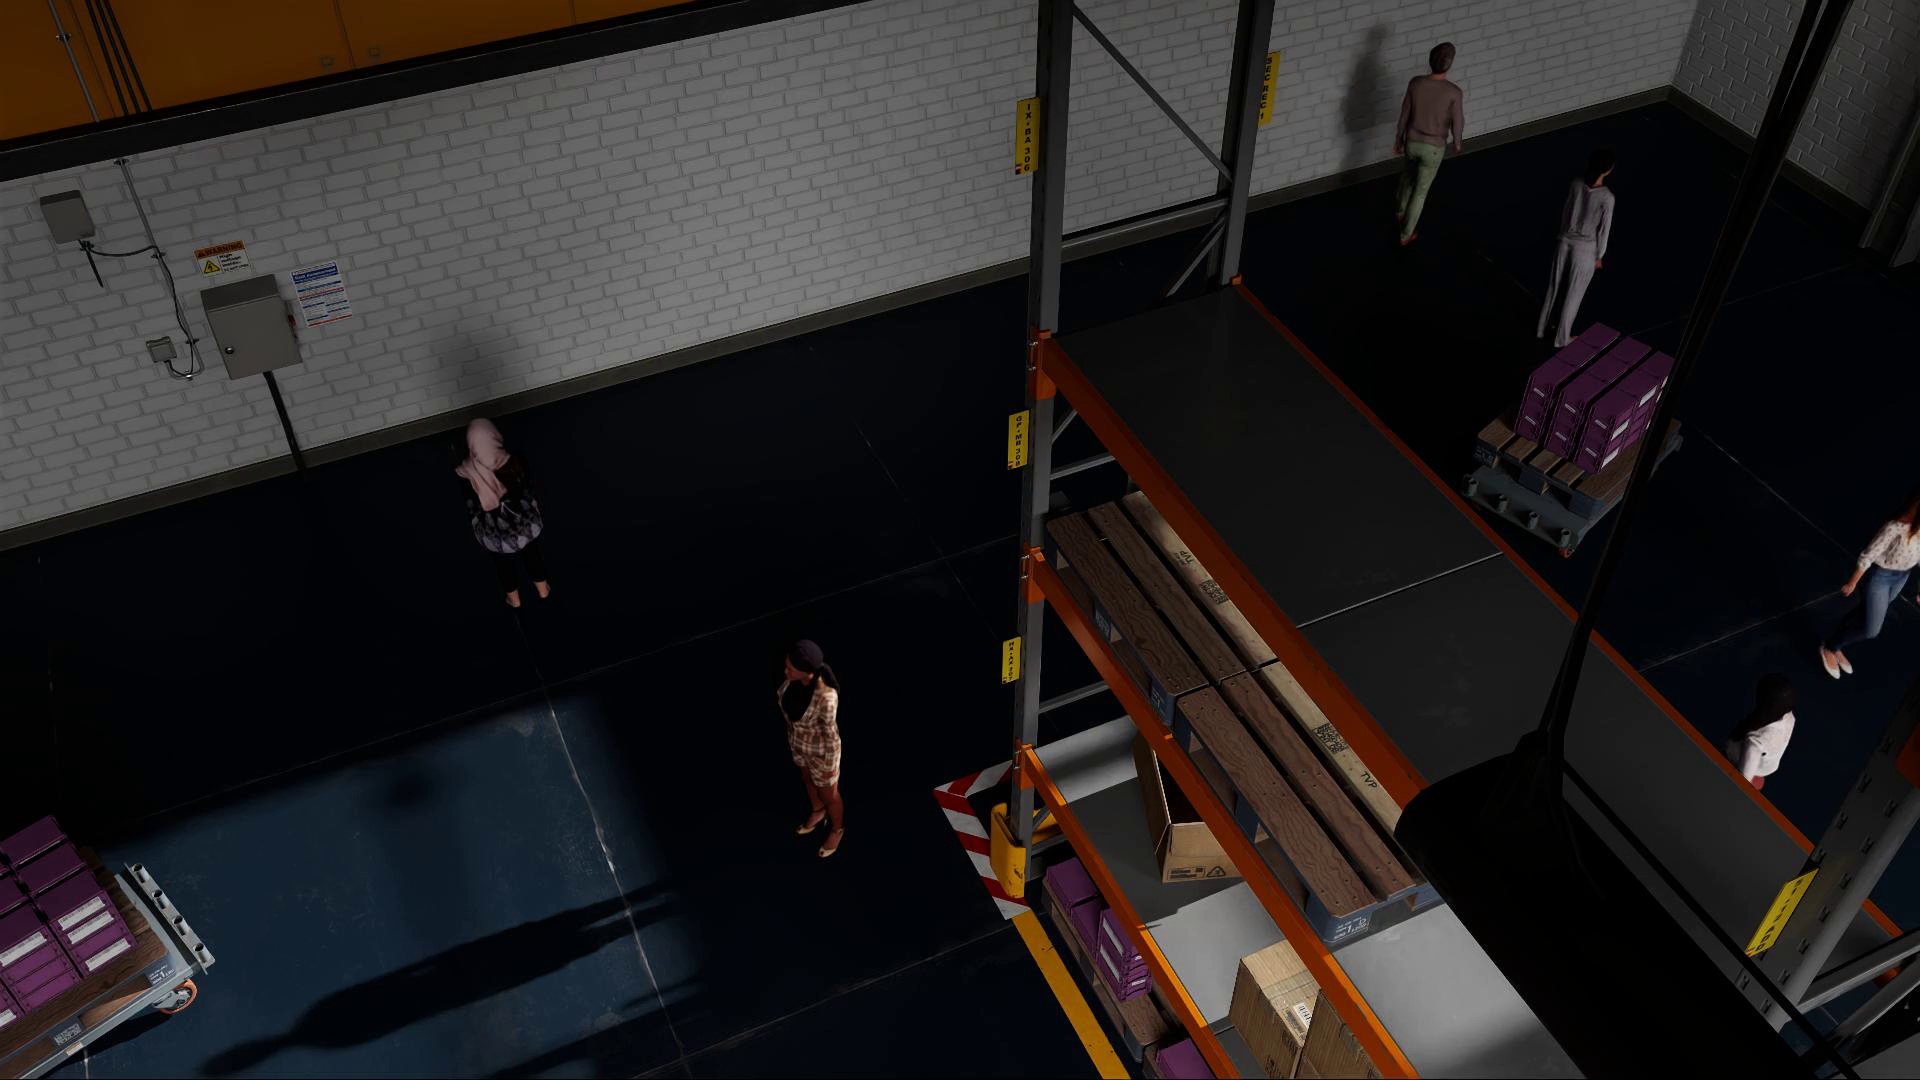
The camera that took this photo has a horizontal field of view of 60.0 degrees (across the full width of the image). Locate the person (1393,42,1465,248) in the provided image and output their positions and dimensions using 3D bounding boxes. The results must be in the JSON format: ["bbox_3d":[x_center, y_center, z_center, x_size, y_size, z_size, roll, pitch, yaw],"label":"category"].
[{"bbox_3d":[3.990,-3.358,14.384,0.931,1.855,0.958,26,50,25],"label":"person"}]

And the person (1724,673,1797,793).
[{"bbox_3d":[4.415,1.395,9.471,0.630,1.751,0.659,34,53,31],"label":"person"}]

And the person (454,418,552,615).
[{"bbox_3d":[-3.063,-0.161,11.188,0.613,1.635,0.593,-18,46,-18],"label":"person"}]

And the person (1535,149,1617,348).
[{"bbox_3d":[4.966,-2.346,13.381,0.675,1.773,0.510,-24,49,-23],"label":"person"}]

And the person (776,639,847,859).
[{"bbox_3d":[-0.838,1.205,9.639,0.687,1.793,0.544,-28,50,-26],"label":"person"}]

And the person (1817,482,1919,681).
[{"bbox_3d":[5.915,0.176,10.775,0.598,1.715,0.601,-17,46,-17],"label":"person"}]
